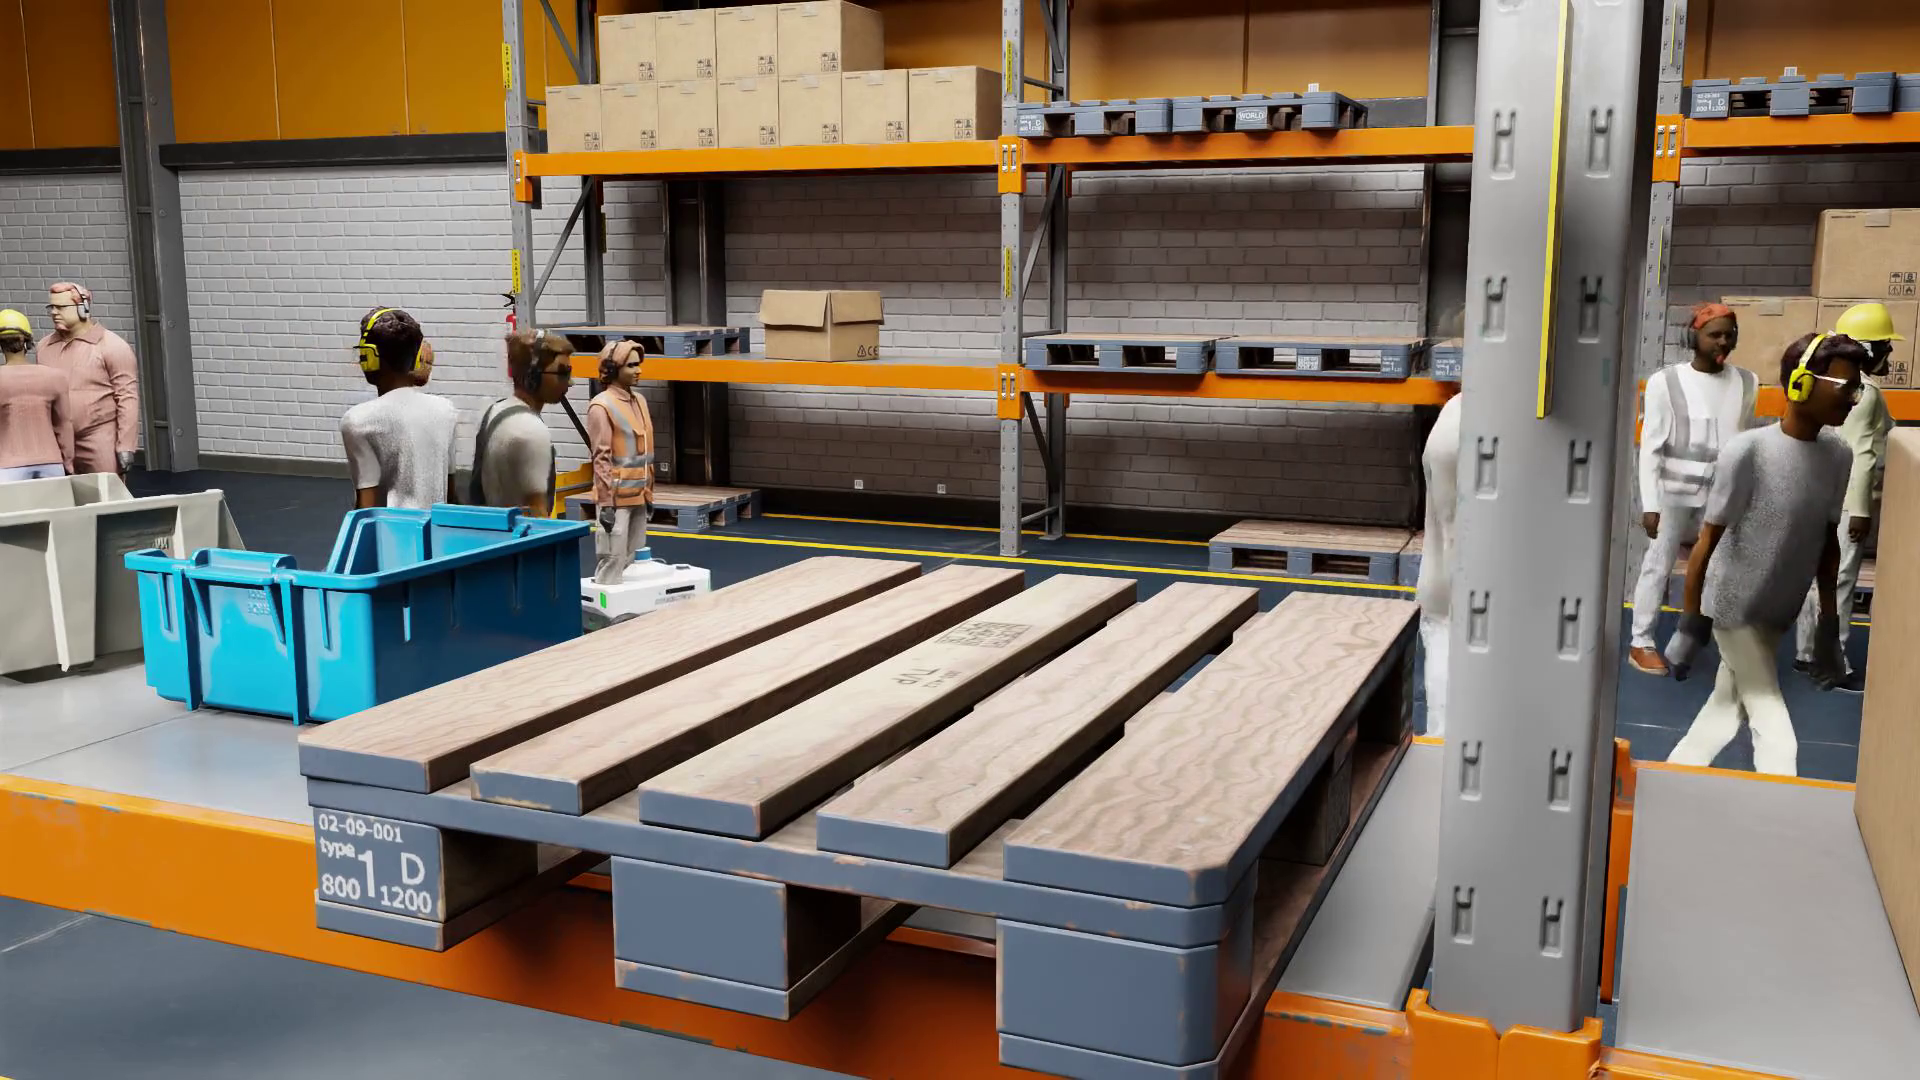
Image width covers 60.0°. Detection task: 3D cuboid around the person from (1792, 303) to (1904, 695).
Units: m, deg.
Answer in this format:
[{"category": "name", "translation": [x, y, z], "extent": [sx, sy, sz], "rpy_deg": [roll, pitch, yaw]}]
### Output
[{"category": "person", "translation": [4.206, -0.200, 7.891], "extent": [0.404, 1.834, 0.592], "rpy_deg": [2, 10, 12]}]

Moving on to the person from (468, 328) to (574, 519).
[{"category": "person", "translation": [-1.641, 0.104, 6.236], "extent": [0.959, 1.776, 0.583], "rpy_deg": [-5, 10, -25]}]

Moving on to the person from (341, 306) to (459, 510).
[{"category": "person", "translation": [-1.977, 0.117, 5.882], "extent": [0.326, 1.872, 0.518], "rpy_deg": [5, 11, 25]}]

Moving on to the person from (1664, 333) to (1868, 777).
[{"category": "person", "translation": [2.484, 0.265, 5.185], "extent": [0.521, 1.814, 0.925], "rpy_deg": [-6, 11, -30]}]

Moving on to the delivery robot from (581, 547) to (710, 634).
[{"category": "delivery robot", "translation": [-1.638, 0.278, 8.567], "extent": [0.477, 0.478, 0.707], "rpy_deg": [9, 13, 44]}]

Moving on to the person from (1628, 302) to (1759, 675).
[{"category": "person", "translation": [3.502, -0.194, 7.877], "extent": [0.607, 1.825, 0.983], "rpy_deg": [-1, 10, -5]}]

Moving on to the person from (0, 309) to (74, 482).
[{"category": "person", "translation": [-5.248, -0.404, 9.333], "extent": [0.330, 1.761, 0.532], "rpy_deg": [7, 12, 38]}]

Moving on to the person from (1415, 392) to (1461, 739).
[{"category": "person", "translation": [1.585, 0.247, 4.960], "extent": [0.468, 1.924, 0.642], "rpy_deg": [9, 13, 44]}]

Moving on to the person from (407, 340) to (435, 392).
[{"category": "person", "translation": [-3.080, -0.314, 9.241], "extent": [0.377, 1.604, 0.537], "rpy_deg": [-1, 10, -8]}]

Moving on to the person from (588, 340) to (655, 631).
[{"category": "person", "translation": [-1.695, -0.185, 8.381], "extent": [0.307, 1.639, 0.525], "rpy_deg": [2, 10, 13]}]

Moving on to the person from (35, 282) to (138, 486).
[{"category": "person", "translation": [-5.202, -0.565, 9.861], "extent": [0.651, 1.906, 0.403], "rpy_deg": [2, 10, 12]}]
